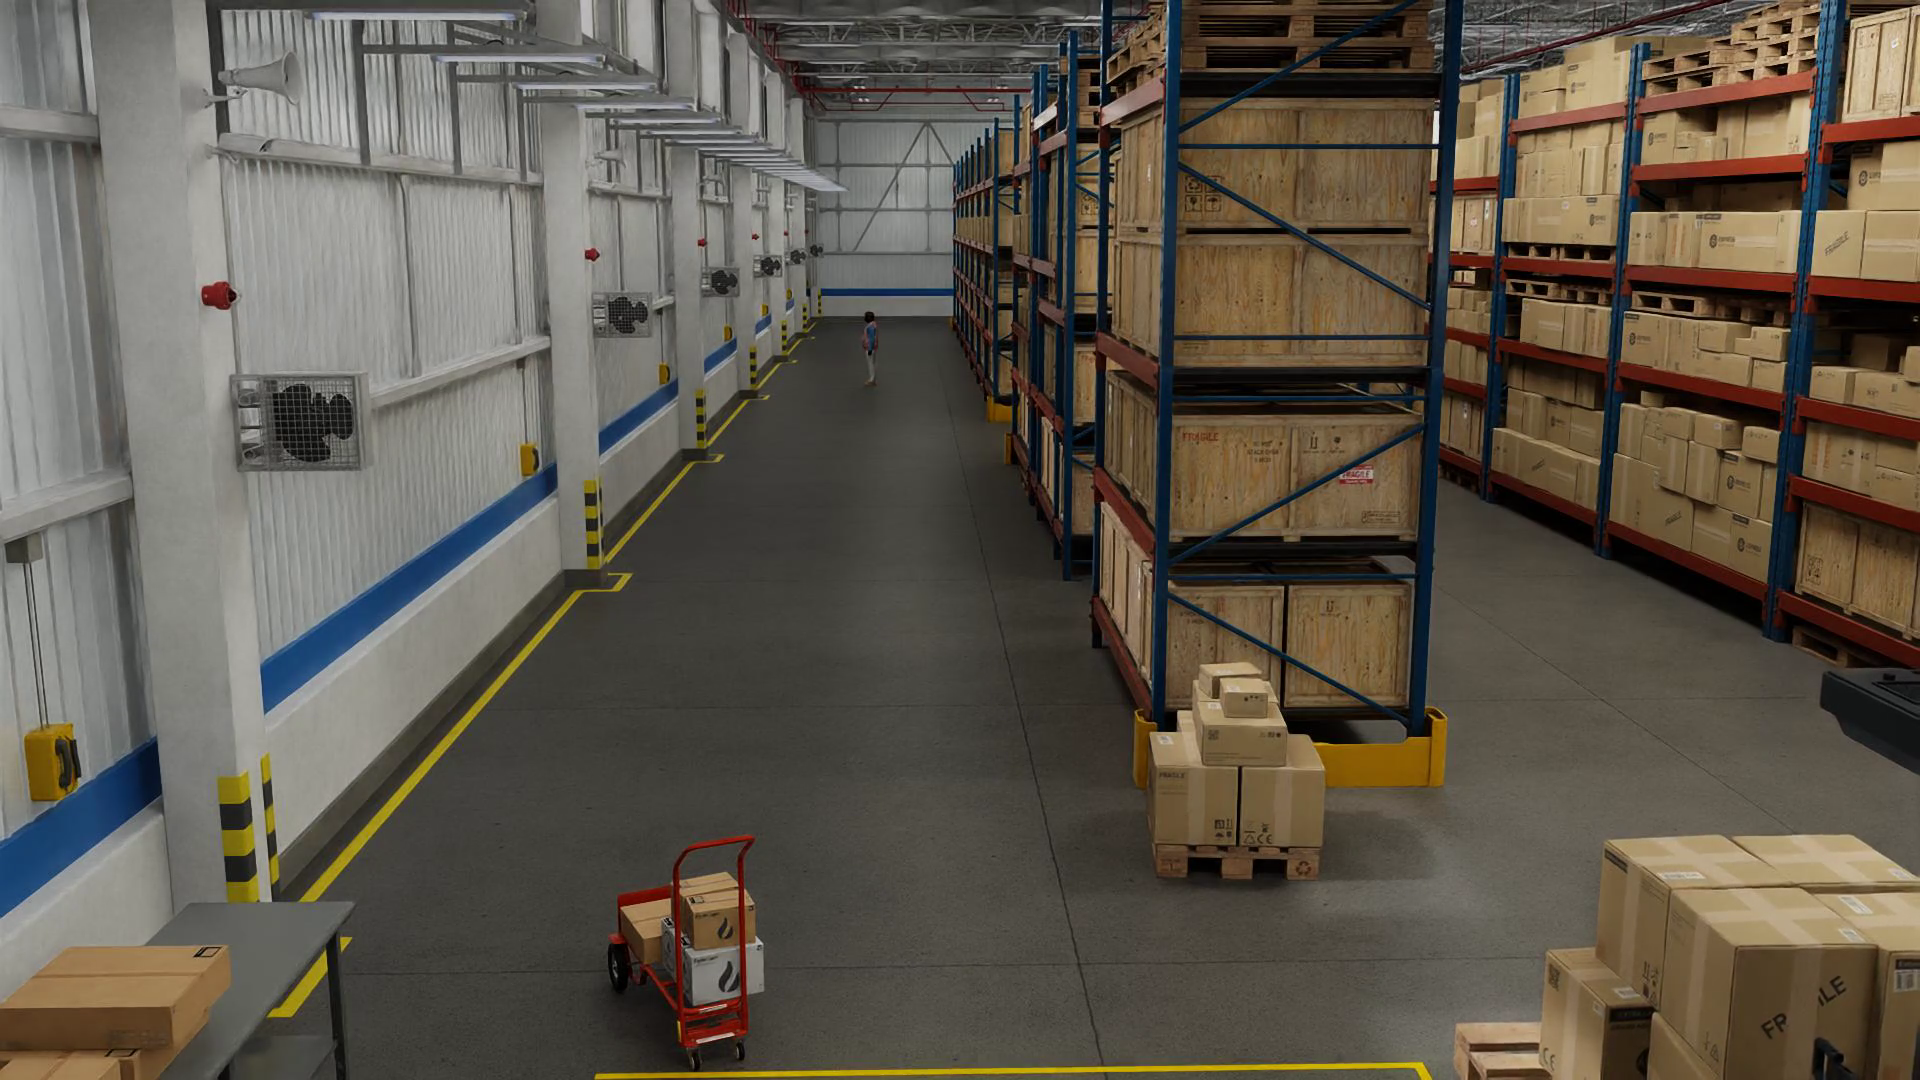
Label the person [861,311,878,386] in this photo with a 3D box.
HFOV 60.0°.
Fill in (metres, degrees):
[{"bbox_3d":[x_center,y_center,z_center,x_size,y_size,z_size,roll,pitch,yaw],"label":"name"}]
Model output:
[{"bbox_3d":[-2.237,-4.748,41.259,0.429,1.842,0.637,0,11,-2],"label":"person"}]
